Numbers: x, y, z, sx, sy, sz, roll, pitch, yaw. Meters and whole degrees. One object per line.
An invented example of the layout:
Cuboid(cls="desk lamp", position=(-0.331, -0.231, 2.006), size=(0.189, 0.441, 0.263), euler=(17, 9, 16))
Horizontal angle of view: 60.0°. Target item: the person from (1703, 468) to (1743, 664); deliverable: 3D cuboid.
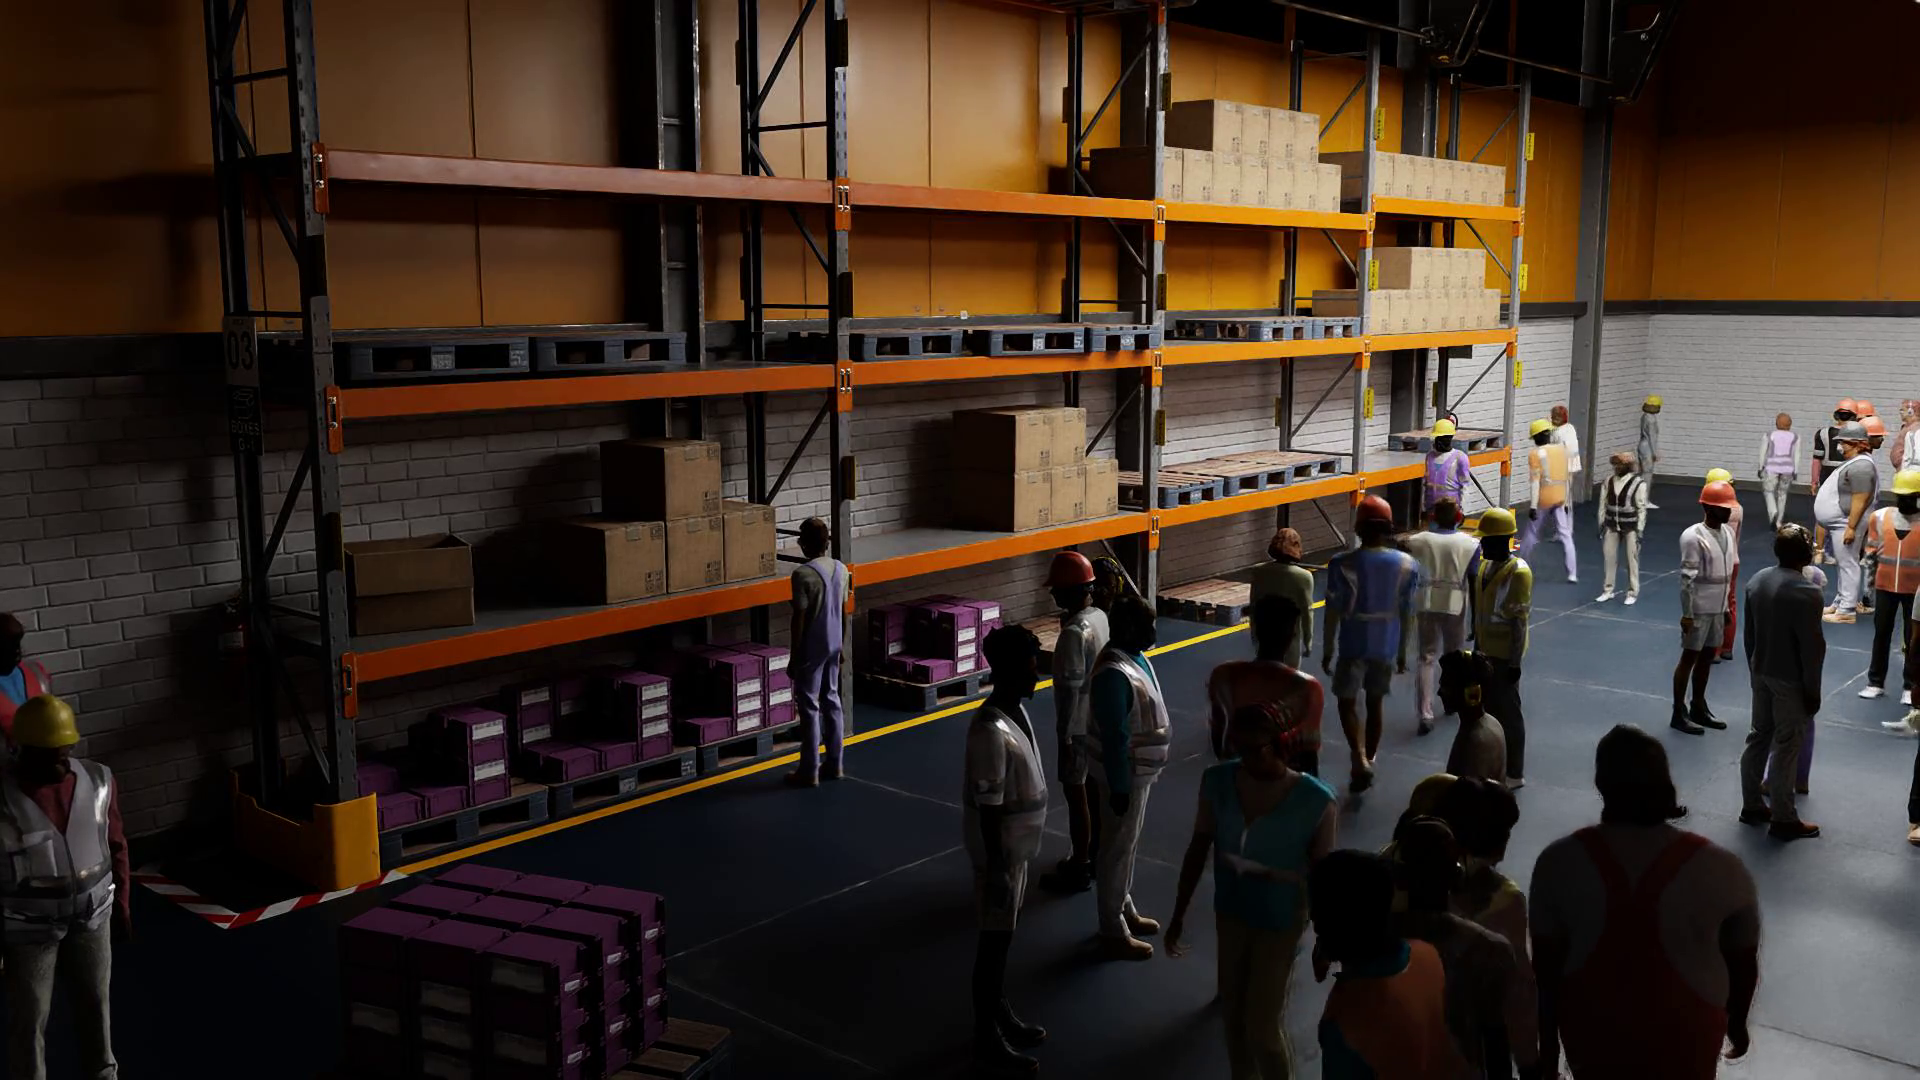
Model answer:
Cuboid(cls="person", position=(6.817, 0.234, 14.977), size=(0.524, 1.760, 0.327), euler=(-7, 11, -37))

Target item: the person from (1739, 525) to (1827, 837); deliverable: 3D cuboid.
Cuboid(cls="person", position=(5.122, 0.864, 10.331), size=(0.367, 1.940, 0.634), euler=(-2, 9, -12))

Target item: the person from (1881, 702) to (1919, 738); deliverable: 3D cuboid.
Cuboid(cls="person", position=(7.390, 0.725, 12.336), size=(0.849, 1.584, 0.516), euler=(0, 9, 2))

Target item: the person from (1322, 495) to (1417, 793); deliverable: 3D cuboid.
Cuboid(cls="person", position=(2.728, 0.705, 11.106), size=(0.614, 2.019, 0.697), euler=(0, 9, -2))

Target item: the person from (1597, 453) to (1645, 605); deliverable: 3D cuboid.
Cuboid(cls="person", position=(7.034, -0.123, 17.697), size=(0.364, 1.614, 0.520), euler=(-6, 11, -36))

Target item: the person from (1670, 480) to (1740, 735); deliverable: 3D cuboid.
Cuboid(cls="person", position=(5.697, 0.506, 12.645), size=(0.549, 1.936, 0.376), euler=(-5, 10, -31))

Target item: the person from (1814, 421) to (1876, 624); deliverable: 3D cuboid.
Cuboid(cls="person", position=(8.911, -0.187, 16.786), size=(0.538, 2.000, 0.689), euler=(4, 10, 23))

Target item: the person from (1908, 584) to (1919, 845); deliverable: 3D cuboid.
Cuboid(cls="person", position=(6.096, 0.865, 9.999), size=(0.674, 2.000, 0.535), euler=(3, 9, 18))

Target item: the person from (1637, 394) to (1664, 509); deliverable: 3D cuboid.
Cuboid(cls="person", position=(10.455, -1.349, 25.241), size=(0.313, 1.744, 0.493), euler=(2, 9, 11))

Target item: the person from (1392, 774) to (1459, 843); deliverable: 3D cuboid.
Cuboid(cls="person", position=(1.638, 1.662, 5.850), size=(0.330, 1.732, 0.496), euler=(0, 9, 0))

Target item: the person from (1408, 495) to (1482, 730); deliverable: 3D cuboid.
Cuboid(cls="person", position=(3.722, 0.552, 12.863), size=(0.568, 1.788, 0.988), euler=(4, 9, 22))

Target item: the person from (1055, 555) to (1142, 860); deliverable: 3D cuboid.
Cuboid(cls="person", position=(0.810, 1.007, 9.681), size=(0.511, 1.859, 0.333), euler=(2, 9, 10))

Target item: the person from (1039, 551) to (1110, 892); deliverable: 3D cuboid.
Cuboid(cls="person", position=(0.646, 1.017, 9.386), size=(0.387, 1.929, 0.543), euler=(4, 10, 23))

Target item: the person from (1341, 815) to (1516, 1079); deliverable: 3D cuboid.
Cuboid(cls="person", position=(1.397, 1.737, 5.037), size=(0.510, 1.838, 0.336), euler=(3, 9, 21))

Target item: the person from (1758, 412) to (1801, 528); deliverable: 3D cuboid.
Cuboid(cls="person", position=(11.341, -0.947, 23.005), size=(0.519, 1.625, 0.580), euler=(2, 9, 14))

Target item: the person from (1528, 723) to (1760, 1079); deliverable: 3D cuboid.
Cuboid(cls="person", position=(2.258, 1.558, 5.528), size=(0.686, 2.000, 1.077), euler=(5, 10, 30))

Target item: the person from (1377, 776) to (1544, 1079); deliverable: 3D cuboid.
Cuboid(cls="person", position=(1.631, 1.670, 5.650), size=(0.870, 1.800, 0.626), euler=(-4, 10, -24))

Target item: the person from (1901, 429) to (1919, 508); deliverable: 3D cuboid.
Cuboid(cls="person", position=(12.104, -0.735, 20.836), size=(0.575, 1.879, 0.354), euler=(8, 12, 42))

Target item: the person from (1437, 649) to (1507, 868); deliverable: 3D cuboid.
Cuboid(cls="person", position=(2.202, 1.386, 7.233), size=(0.323, 1.860, 0.516), euler=(3, 9, 20))

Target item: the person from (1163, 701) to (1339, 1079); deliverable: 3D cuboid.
Cuboid(cls="person", position=(1.139, 1.518, 6.472), size=(0.578, 1.821, 0.554), euler=(8, 12, 42))

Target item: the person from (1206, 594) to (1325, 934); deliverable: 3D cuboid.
Cuboid(cls="person", position=(1.513, 1.205, 8.228), size=(0.613, 1.910, 0.992), euler=(4, 10, 26))

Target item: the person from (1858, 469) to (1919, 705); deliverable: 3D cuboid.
Cuboid(cls="person", position=(7.651, 0.376, 13.525), size=(0.384, 1.923, 0.593), euler=(-8, 12, -43))

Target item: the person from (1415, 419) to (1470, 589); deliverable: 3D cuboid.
Cuboid(cls="person", position=(5.308, -0.367, 18.306), size=(0.375, 1.925, 0.595), euler=(-6, 11, -33))

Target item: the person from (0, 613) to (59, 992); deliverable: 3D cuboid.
Cuboid(cls="person", position=(-4.671, 1.255, 8.158), size=(0.429, 1.834, 0.636), euler=(2, 9, 14))

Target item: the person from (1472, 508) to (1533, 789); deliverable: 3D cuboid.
Cuboid(cls="person", position=(3.639, 0.730, 11.281), size=(0.408, 1.918, 0.584), euler=(-2, 9, -11))

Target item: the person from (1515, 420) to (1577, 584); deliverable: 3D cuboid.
Cuboid(cls="person", position=(6.719, -0.449, 19.090), size=(0.674, 1.843, 0.961), euler=(-5, 10, -27))

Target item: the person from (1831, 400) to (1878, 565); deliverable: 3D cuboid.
Cuboid(cls="person", position=(10.889, -0.702, 20.247), size=(0.391, 1.995, 0.613), euler=(1, 9, 6))

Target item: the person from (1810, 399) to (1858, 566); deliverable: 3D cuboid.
Cuboid(cls="person", position=(10.610, -0.687, 20.066), size=(0.613, 2.029, 0.407), euler=(5, 10, 30))

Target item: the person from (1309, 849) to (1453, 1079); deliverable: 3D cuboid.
Cuboid(cls="person", position=(1.078, 1.769, 4.653), size=(0.776, 1.885, 0.617), euler=(6, 11, 35))

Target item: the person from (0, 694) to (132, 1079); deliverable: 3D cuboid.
Cuboid(cls="person", position=(-3.592, 1.500, 6.608), size=(0.403, 1.825, 0.592), euler=(7, 11, 38))

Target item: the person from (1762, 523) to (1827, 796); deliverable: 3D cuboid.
Cuboid(cls="person", position=(5.496, 0.803, 11.046), size=(0.505, 1.840, 0.345), euler=(-4, 10, -26))

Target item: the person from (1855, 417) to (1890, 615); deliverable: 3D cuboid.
Cuboid(cls="person", position=(9.344, -0.256, 17.220), size=(0.377, 2.045, 0.605), euler=(3, 9, 20))

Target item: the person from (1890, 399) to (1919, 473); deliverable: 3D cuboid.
Cuboid(cls="person", position=(12.365, -0.886, 21.727), size=(0.403, 1.904, 0.652), euler=(6, 11, 33))

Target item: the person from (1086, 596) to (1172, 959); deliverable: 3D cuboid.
Cuboid(cls="person", position=(0.865, 1.192, 8.531), size=(0.429, 1.841, 0.634), euler=(2, 9, 14))

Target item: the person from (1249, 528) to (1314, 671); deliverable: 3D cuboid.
Cuboid(cls="person", position=(2.368, 0.718, 12.290), size=(0.506, 1.625, 0.278), euler=(6, 10, 33))

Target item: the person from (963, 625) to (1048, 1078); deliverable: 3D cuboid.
Cuboid(cls="person", position=(0.201, 1.326, 7.260), size=(0.361, 1.964, 0.616), euler=(2, 9, 10))

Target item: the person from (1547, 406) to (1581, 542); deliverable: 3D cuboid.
Cuboid(cls="person", position=(8.000, -0.874, 22.003), size=(0.389, 1.809, 0.630), euler=(6, 11, 36))

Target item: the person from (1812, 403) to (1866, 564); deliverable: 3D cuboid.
Cuboid(cls="person", position=(10.732, -0.690, 20.265), size=(0.460, 1.978, 0.620), euler=(8, 12, 41))

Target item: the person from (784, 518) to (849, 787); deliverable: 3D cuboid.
Cuboid(cls="person", position=(-0.971, 0.761, 11.348), size=(0.353, 1.835, 0.518), euler=(7, 11, 38))
